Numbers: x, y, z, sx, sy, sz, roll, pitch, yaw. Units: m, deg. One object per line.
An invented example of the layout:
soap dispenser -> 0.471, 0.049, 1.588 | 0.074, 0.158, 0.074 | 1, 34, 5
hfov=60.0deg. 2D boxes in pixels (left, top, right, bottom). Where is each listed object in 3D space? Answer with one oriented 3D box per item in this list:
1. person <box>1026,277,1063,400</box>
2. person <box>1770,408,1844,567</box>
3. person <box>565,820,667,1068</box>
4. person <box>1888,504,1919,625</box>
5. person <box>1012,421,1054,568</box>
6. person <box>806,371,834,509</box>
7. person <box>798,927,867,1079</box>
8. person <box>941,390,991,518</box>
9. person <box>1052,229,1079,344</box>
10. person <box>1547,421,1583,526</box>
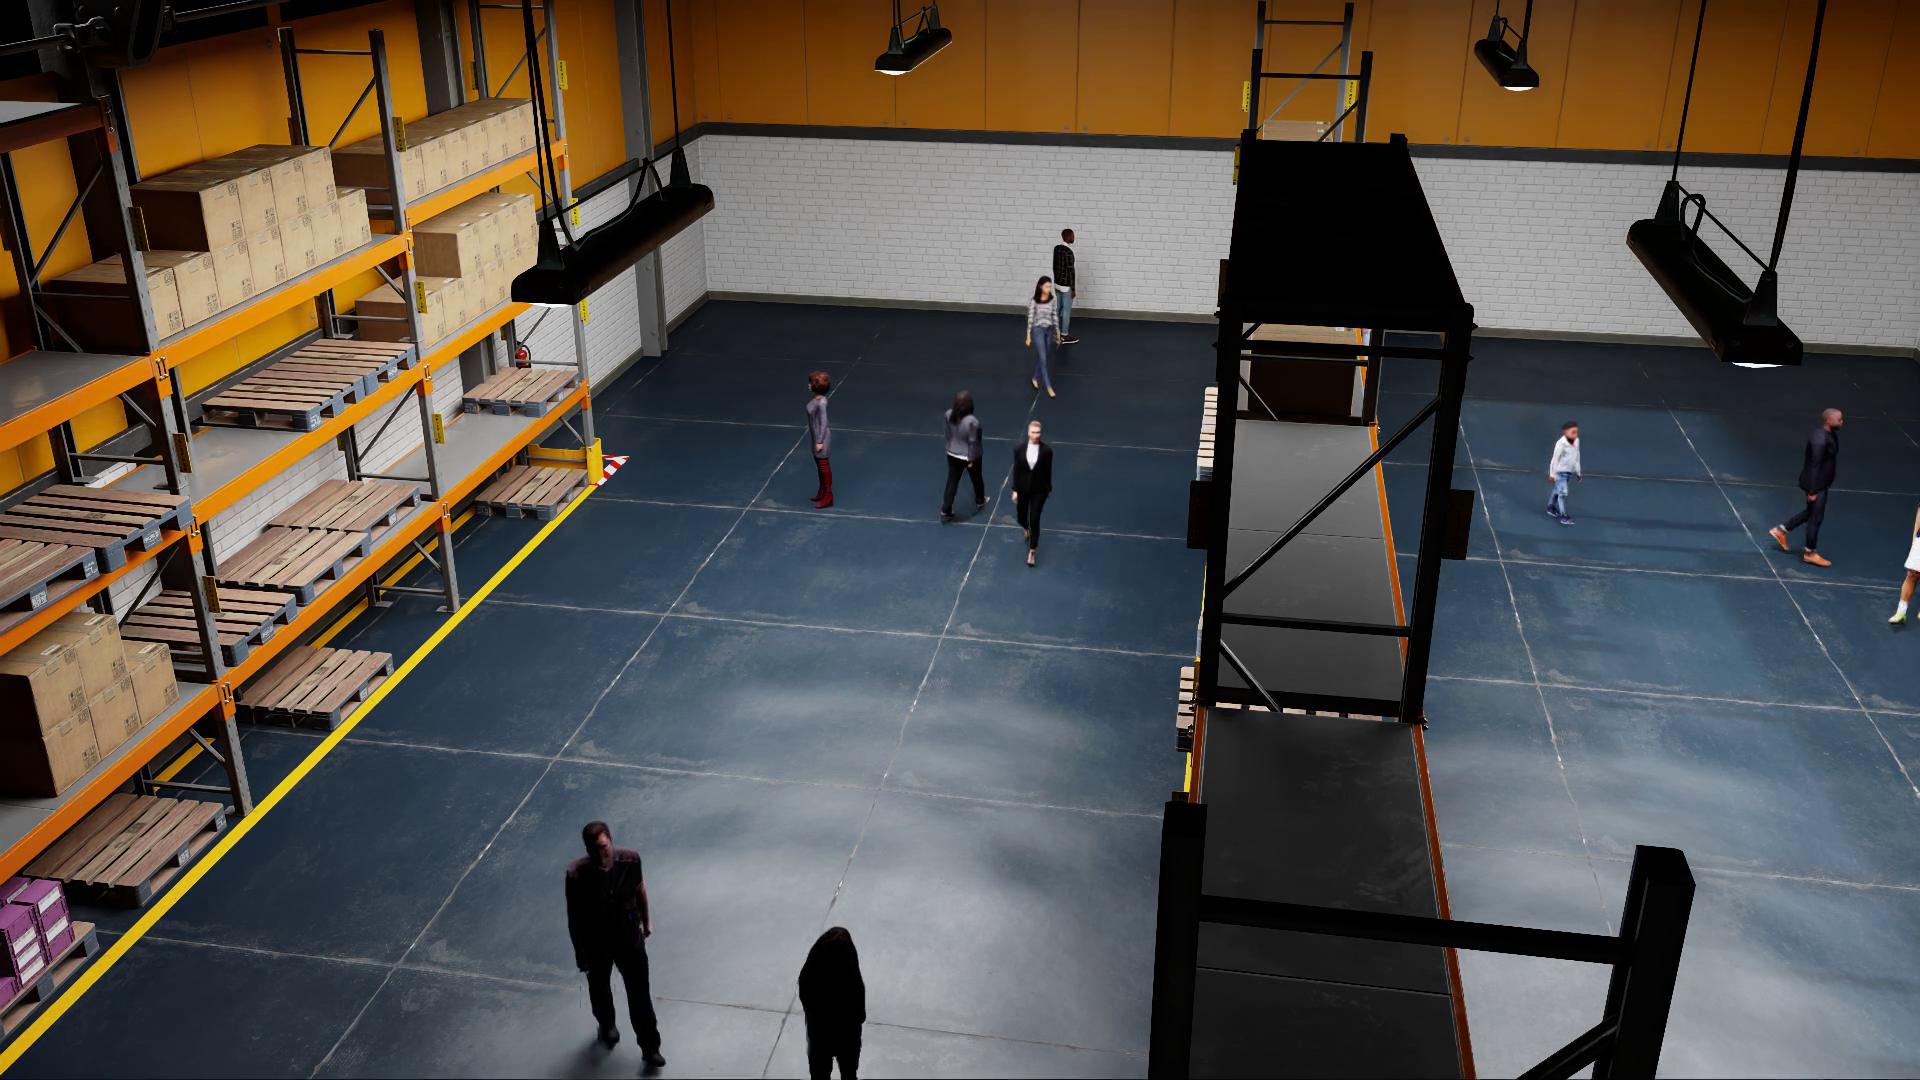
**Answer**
person -> 1.164, -2.950, 24.130 | 1.040, 1.754, 1.132 | -14, 27, -28
person -> 9.606, -0.640, 18.780 | 1.034, 1.807, 1.046 | 18, 29, 35
person -> -2.389, 2.652, 11.234 | 1.067, 1.819, 1.172 | -12, 26, -26
person -> 10.183, 0.005, 17.303 | 0.935, 1.807, 1.083 | 18, 29, 35
person -> 0.806, -0.556, 18.728 | 0.636, 1.693, 0.823 | 3, 24, 6
person -> -1.697, -1.235, 20.260 | 0.720, 1.710, 0.590 | -6, 24, -13
person -> -0.814, 3.171, 10.329 | 0.595, 1.592, 0.998 | 3, 24, 7
person -> -0.006, -0.999, 19.909 | 0.913, 1.560, 1.161 | 14, 27, 29
person -> 1.653, -4.079, 26.631 | 0.805, 1.820, 0.724 | -13, 27, -27
person -> 7.215, -0.854, 19.978 | 0.732, 1.239, 0.827 | -13, 27, -27
